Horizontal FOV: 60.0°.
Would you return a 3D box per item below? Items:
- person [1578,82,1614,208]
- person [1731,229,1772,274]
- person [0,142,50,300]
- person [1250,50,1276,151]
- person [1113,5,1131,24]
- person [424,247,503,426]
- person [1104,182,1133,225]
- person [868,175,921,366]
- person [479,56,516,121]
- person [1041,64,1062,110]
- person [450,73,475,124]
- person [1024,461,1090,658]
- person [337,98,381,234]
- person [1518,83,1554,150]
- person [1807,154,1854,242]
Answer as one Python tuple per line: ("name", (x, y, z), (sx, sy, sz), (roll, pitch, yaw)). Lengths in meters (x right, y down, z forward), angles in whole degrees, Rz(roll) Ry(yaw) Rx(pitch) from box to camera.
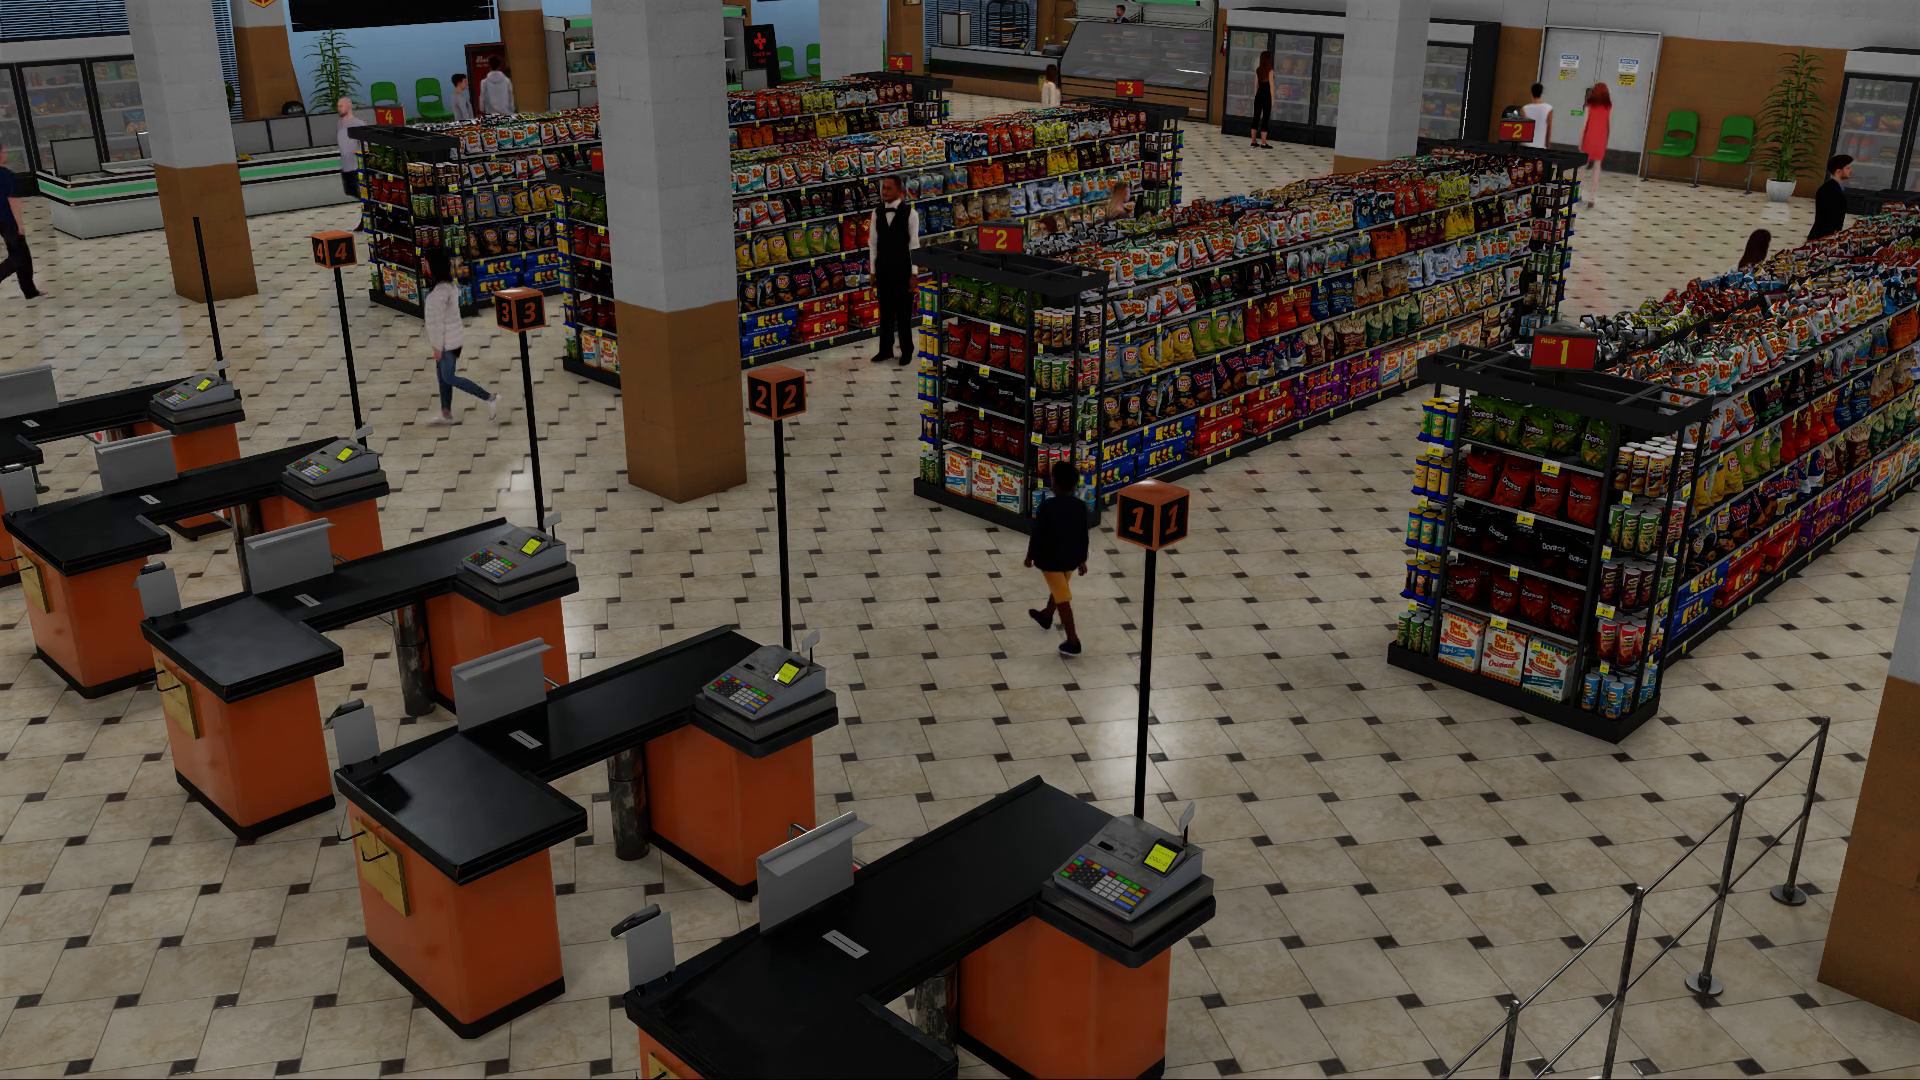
("person", (9.448, -5.838, 24.713), (0.939, 1.791, 1.077), (4, 22, 10))
("person", (7.195, -2.006, 15.350), (1.008, 1.662, 0.720), (-15, 27, -34))
("person", (-11.002, -3.603, 19.082), (0.858, 1.844, 1.125), (11, 24, 25))
("person", (5.483, -7.972, 30.114), (0.527, 1.726, 0.595), (-17, 28, -36))
("person", (3.711, -11.415, 38.494), (0.629, 1.866, 0.549), (20, 30, 41))
("person", (-4.507, -1.789, 14.866), (1.060, 1.620, 0.935), (-4, 22, -9))
("person", (1.567, -2.913, 17.596), (1.098, 1.671, 0.868), (-9, 24, -22))
("person", (-0.654, -2.737, 16.828), (0.777, 1.916, 0.735), (8, 23, 20))
("person", (-7.519, -6.908, 27.239), (1.021, 1.895, 0.915), (-13, 25, -29))
("person", (1.470, -7.263, 28.422), (0.766, 1.671, 0.739), (-7, 23, -16))
("person", (-7.654, -6.256, 25.679), (0.623, 1.847, 0.677), (-12, 25, -27))
("person", (0.661, 0.142, 10.571), (0.877, 1.240, 0.708), (-13, 25, -28))
("person", (-8.347, -5.222, 23.143), (0.866, 1.820, 1.032), (10, 24, 24))
("person", (8.599, -5.902, 24.911), (0.926, 1.763, 1.105), (6, 23, 14))
("person", (9.423, -3.258, 18.154), (0.849, 1.894, 0.731), (6, 23, 14))
